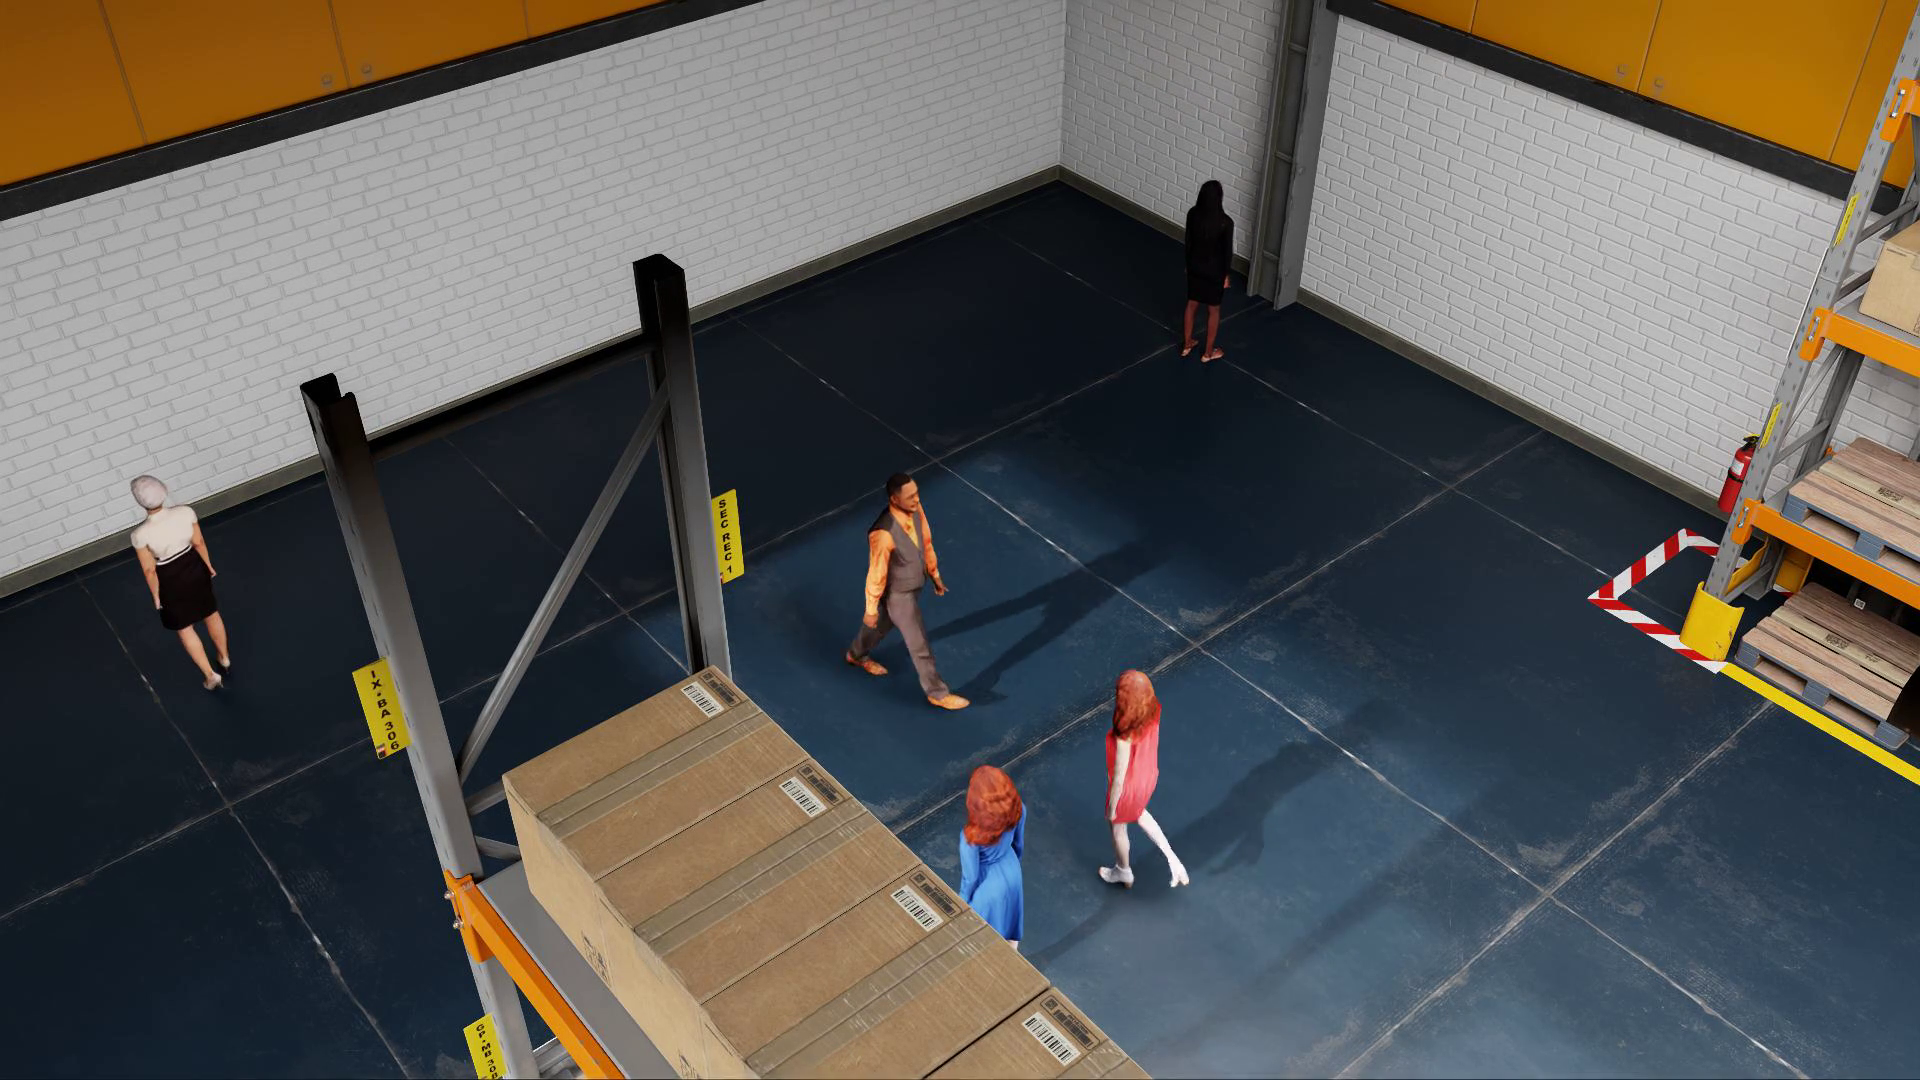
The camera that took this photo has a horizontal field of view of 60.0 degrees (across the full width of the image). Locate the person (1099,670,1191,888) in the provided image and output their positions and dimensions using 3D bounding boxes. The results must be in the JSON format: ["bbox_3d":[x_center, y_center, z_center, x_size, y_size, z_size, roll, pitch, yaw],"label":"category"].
[{"bbox_3d":[1.086,1.497,9.760,0.896,1.808,0.723,26,46,29],"label":"person"}]

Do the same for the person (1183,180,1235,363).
[{"bbox_3d":[2.169,-2.382,14.688,0.529,1.720,0.719,26,45,29],"label":"person"}]

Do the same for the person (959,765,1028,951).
[{"bbox_3d":[0.177,1.931,9.202,0.605,1.826,0.558,-29,47,-31],"label":"person"}]

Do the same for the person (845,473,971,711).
[{"bbox_3d":[-0.494,0.303,11.210,1.368,1.864,1.075,16,41,19],"label":"person"}]

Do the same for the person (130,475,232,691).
[{"bbox_3d":[-5.273,0.293,11.304,0.662,1.763,0.672,27,46,30],"label":"person"}]
